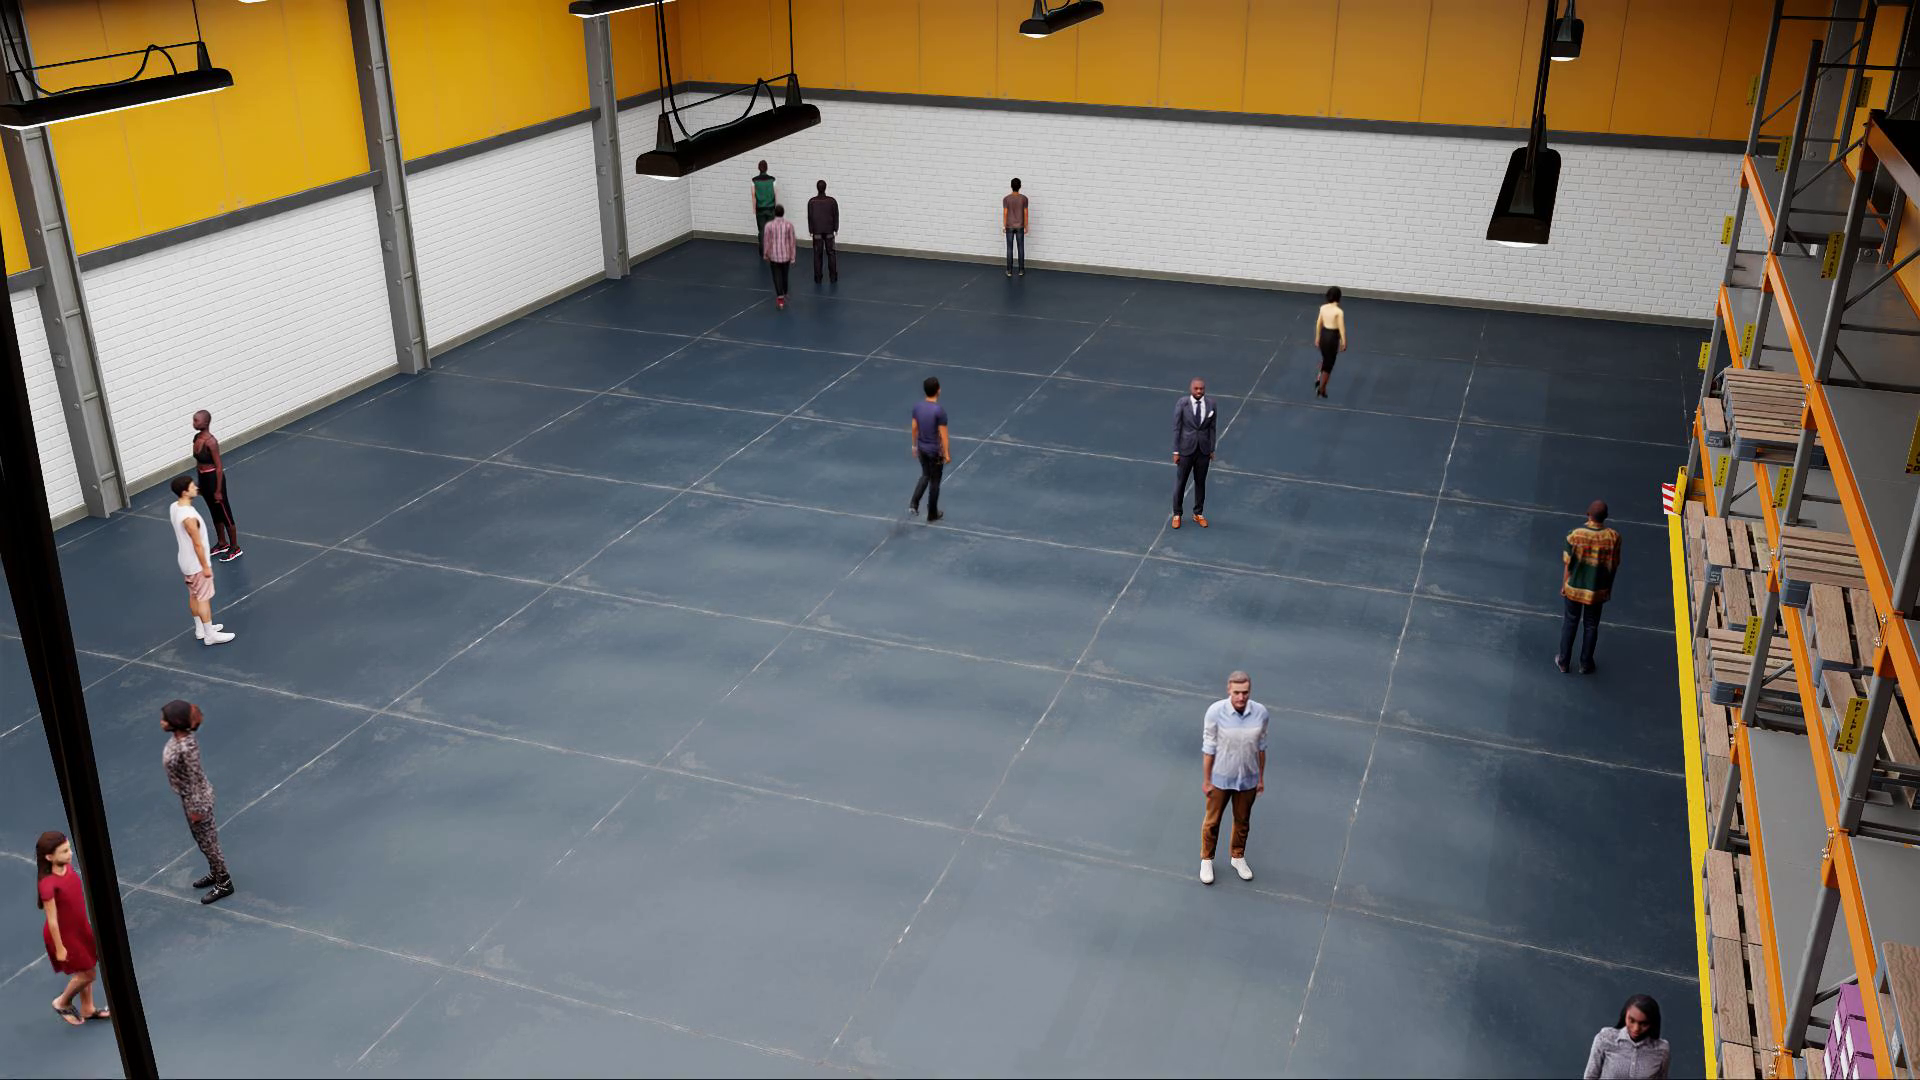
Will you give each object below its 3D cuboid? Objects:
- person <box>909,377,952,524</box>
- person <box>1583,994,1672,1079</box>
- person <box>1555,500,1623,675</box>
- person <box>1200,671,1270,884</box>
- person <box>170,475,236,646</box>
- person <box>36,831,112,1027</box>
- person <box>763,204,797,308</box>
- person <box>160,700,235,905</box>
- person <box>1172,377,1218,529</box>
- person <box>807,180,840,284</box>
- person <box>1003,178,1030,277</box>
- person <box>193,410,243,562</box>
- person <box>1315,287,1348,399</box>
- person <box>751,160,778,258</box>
[{"bbox_3d":[-0.400,-1.024,19.653,0.762,1.781,0.822,17,29,33],"label":"person"},{"bbox_3d":[3.841,3.364,9.685,0.597,1.725,0.505,9,25,19],"label":"person"},{"bbox_3d":[6.119,0.455,16.235,0.710,1.808,0.673,6,24,14],"label":"person"},{"bbox_3d":[2.141,1.833,13.061,0.770,1.826,0.749,-4,24,-8],"label":"person"},{"bbox_3d":[-7.764,0.199,16.846,0.748,1.788,0.736,-19,30,-36],"label":"person"},{"bbox_3d":[-6.207,2.693,11.448,0.754,1.542,0.725,-2,24,-4],"label":"person"},{"bbox_3d":[-3.086,-4.829,28.417,1.091,1.732,1.221,-7,24,-15],"label":"person"},{"bbox_3d":[-5.891,2.001,12.818,0.718,1.713,0.676,-15,28,-31],"label":"person"},{"bbox_3d":[2.758,-1.056,19.672,0.784,1.824,0.777,-3,24,-7],"label":"person"},{"bbox_3d":[-2.466,-5.563,29.964,0.797,1.838,0.751,-3,24,-6],"label":"person"},{"bbox_3d":[1.014,-5.735,30.432,0.706,1.779,0.683,-1,24,-3],"label":"person"},{"bbox_3d":[-8.430,-0.639,18.802,0.640,1.757,0.618,16,28,33],"label":"person"},{"bbox_3d":[5.245,-2.810,23.908,0.751,1.645,0.700,-16,28,-32],"label":"person"},{"bbox_3d":[-3.704,-6.329,31.713,0.730,1.842,0.725,-2,24,-4],"label":"person"}]
